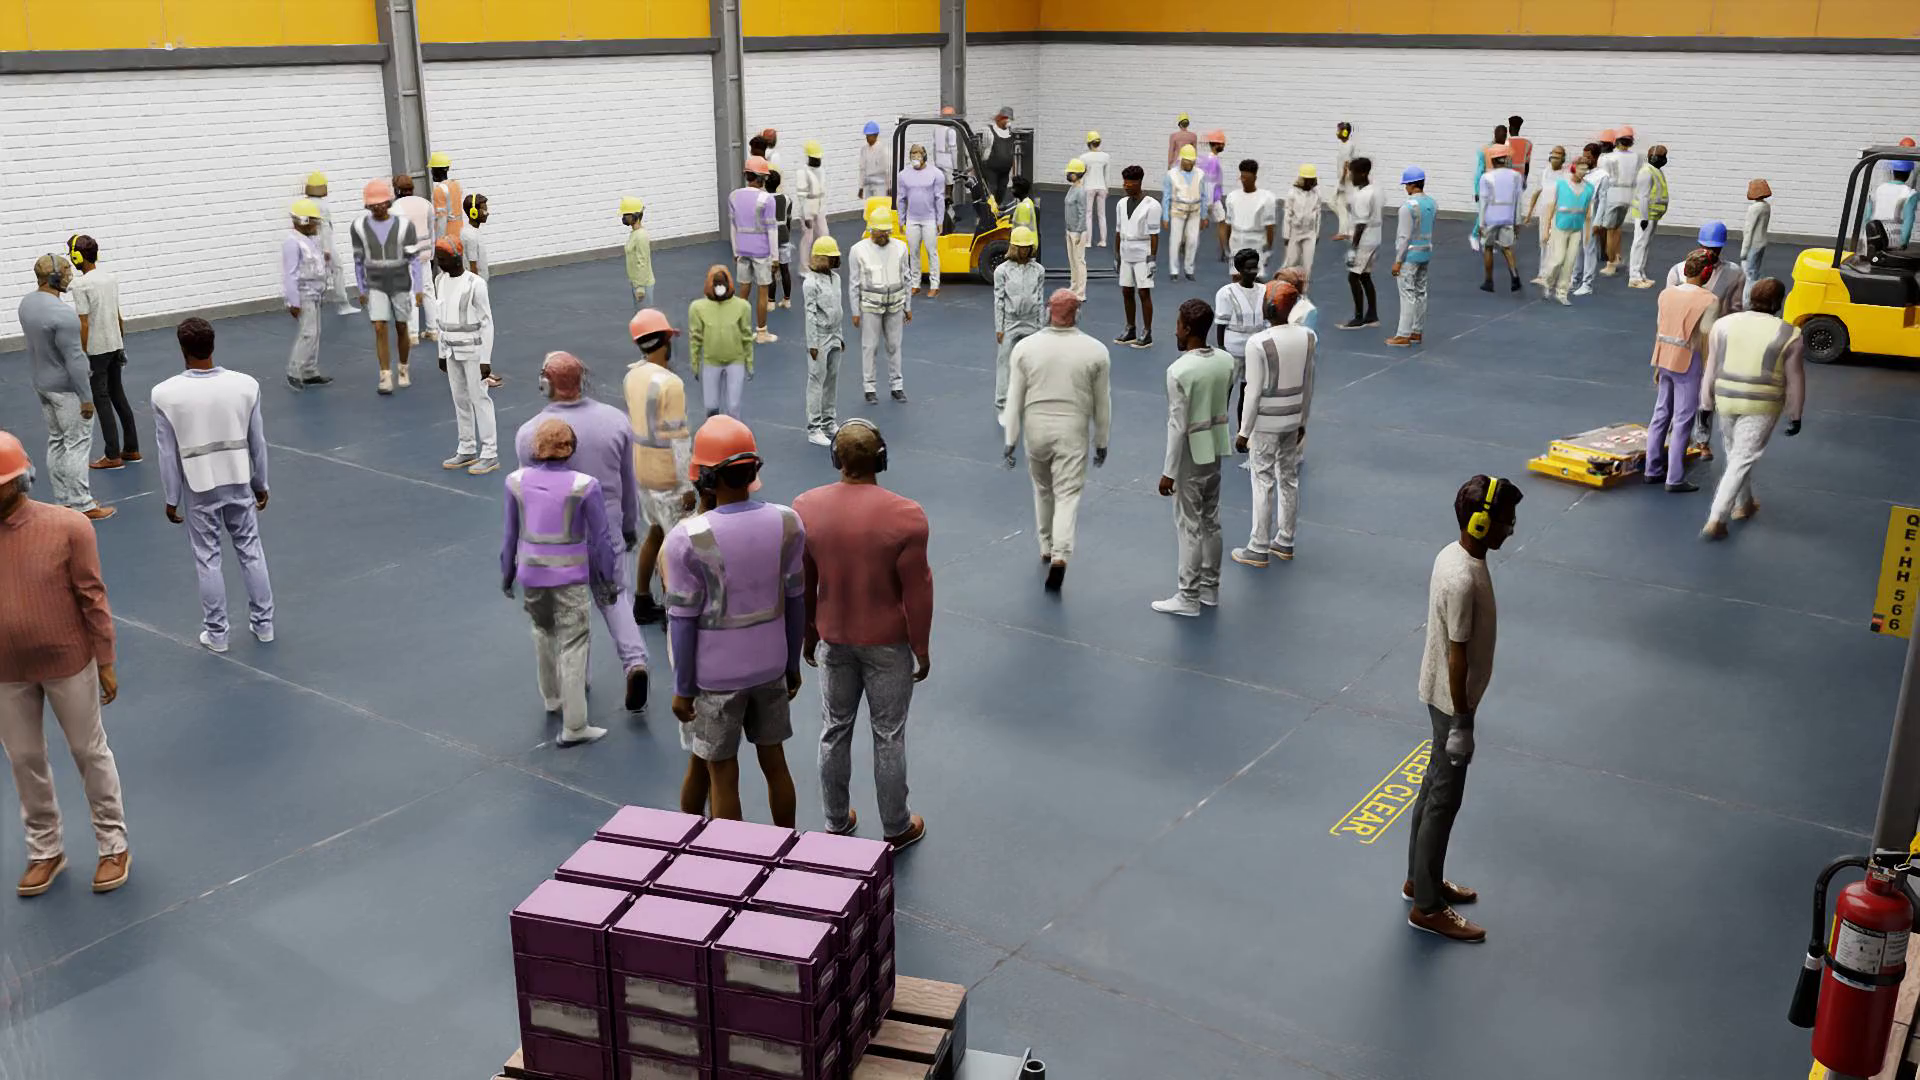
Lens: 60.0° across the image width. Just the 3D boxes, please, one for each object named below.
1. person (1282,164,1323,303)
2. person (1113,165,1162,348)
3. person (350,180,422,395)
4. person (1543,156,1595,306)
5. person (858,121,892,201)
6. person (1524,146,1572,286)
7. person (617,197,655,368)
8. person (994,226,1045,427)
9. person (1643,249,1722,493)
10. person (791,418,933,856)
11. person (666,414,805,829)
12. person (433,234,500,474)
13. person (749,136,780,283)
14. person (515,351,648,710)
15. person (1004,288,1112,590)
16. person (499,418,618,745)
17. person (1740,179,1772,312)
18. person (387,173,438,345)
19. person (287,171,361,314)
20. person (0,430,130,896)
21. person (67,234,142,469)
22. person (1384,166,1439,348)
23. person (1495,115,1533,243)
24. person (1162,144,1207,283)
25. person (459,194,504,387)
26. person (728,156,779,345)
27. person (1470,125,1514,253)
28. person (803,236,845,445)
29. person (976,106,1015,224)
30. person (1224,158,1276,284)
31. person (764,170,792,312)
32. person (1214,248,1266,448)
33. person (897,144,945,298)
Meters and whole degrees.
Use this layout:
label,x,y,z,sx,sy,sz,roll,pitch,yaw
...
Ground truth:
label,x,y,z,sx,sy,sz,roll,pitch,yaw
person,4.249,-3.841,20.794,0.483,1.725,0.569,-3,18,-10
person,1.900,-3.068,17.997,0.384,1.952,0.621,-15,23,-39
person,-5.413,-2.375,15.744,0.619,2.000,0.960,-5,18,-14
person,7.496,-3.802,20.492,0.587,1.823,0.436,-3,18,-8
person,-1.290,-5.326,25.086,0.618,1.928,0.435,15,23,40
person,7.731,-4.258,21.920,0.587,1.825,0.585,-15,23,-39
person,-3.239,-2.562,16.733,0.331,1.760,0.517,-6,19,-19
person,0.527,-1.871,14.590,0.485,1.744,0.294,-8,19,-24
person,5.447,-1.273,12.575,0.394,1.836,0.559,-6,19,-19
person,-0.411,0.424,7.097,0.630,1.940,0.372,5,18,15
person,-0.903,0.499,6.722,0.601,2.036,0.418,-14,22,-37
person,-3.893,-1.457,13.062,0.583,1.885,0.343,12,21,34
person,-2.604,-4.341,21.971,0.405,1.950,0.634,9,20,25
person,-1.936,-0.033,8.635,0.653,1.877,0.821,-11,21,-31
person,0.616,-0.652,10.607,0.668,1.864,0.963,4,18,11
person,-2.007,0.193,8.354,0.599,1.604,0.645,3,18,10
person,9.412,-3.458,19.748,0.505,1.628,0.277,-16,24,-41
person,-6.000,-3.060,18.151,0.429,1.845,0.621,11,21,32
person,-7.618,-3.498,19.713,0.486,1.715,0.805,13,22,35
person,-3.763,0.506,6.770,0.624,1.984,0.413,-4,18,-11
person,-6.833,-1.489,13.221,0.334,1.857,0.529,2,18,7
person,4.885,-3.058,17.988,0.602,1.939,0.398,-17,24,-42
person,8.593,-5.628,25.979,0.617,1.964,0.361,-4,18,-13
person,3.007,-4.365,22.263,0.621,1.829,0.404,-4,18,-13
person,-4.648,-2.402,16.069,0.325,1.861,0.512,-6,19,-18
person,-2.215,-3.145,18.116,0.617,2.029,0.409,10,20,29
person,7.990,-5.251,24.922,0.587,1.902,0.438,-7,19,-20
person,-1.115,-1.680,13.994,0.301,1.742,0.493,9,20,26
person,0.657,-6.292,27.939,0.704,2.000,0.579,-11,21,-31
person,3.288,-3.337,18.832,0.604,1.953,0.575,11,21,32
person,-2.251,-3.613,20.114,0.318,1.697,0.535,17,24,42
person,2.314,-1.546,13.647,0.531,1.698,0.320,-9,20,-25
person,-0.498,-4.043,21.095,0.636,1.928,0.380,6,19,17
